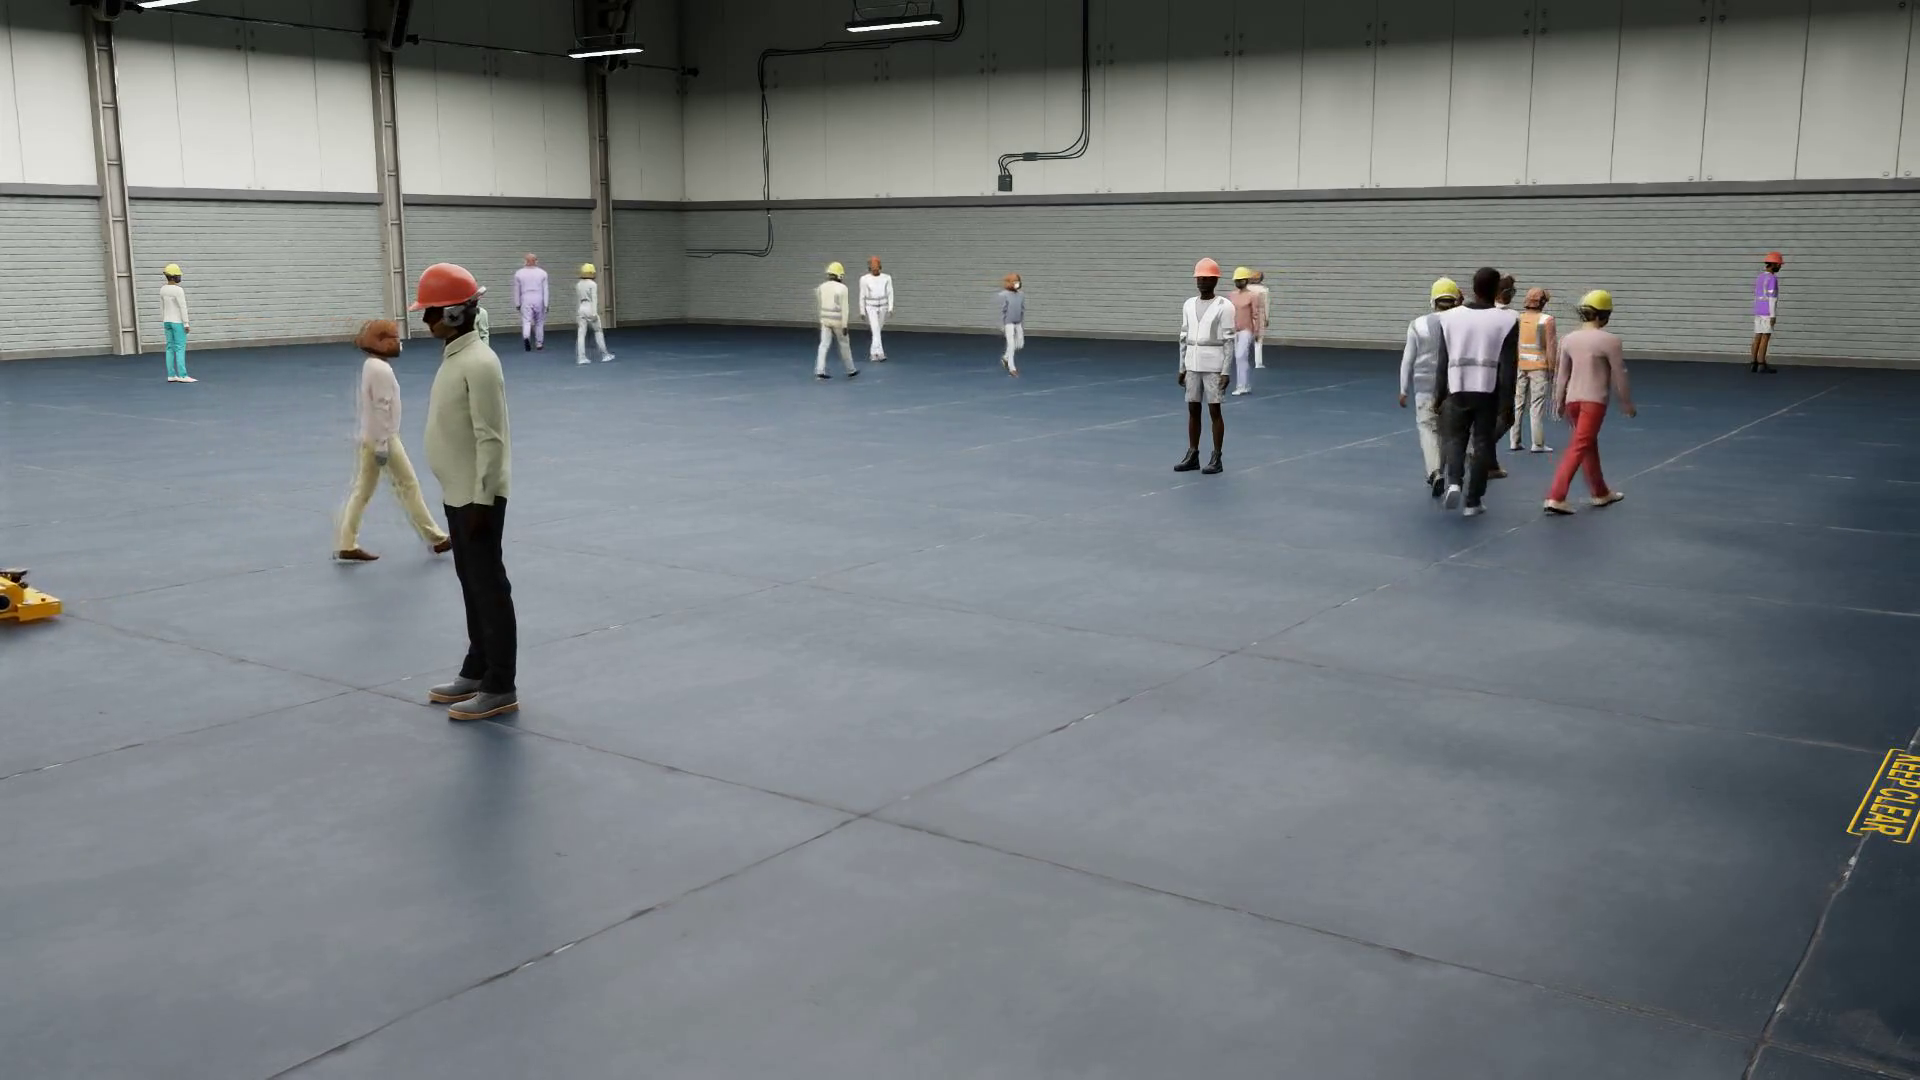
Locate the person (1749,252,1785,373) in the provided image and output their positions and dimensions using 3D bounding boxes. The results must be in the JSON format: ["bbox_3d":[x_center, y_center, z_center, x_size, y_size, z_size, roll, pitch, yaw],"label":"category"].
[{"bbox_3d":[12.961,-3.642,26.682,0.374,1.933,0.550,0,10,1],"label":"person"}]

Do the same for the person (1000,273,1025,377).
[{"bbox_3d":[0.796,-3.376,26.089,0.504,1.617,0.473,-8,13,-37],"label":"person"}]

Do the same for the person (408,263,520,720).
[{"bbox_3d":[-2.172,-0.210,7.315,0.392,1.988,0.608,-5,11,-28],"label":"person"}]

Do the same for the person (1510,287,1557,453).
[{"bbox_3d":[5.702,-1.689,16.574,0.310,1.640,0.514,-7,13,-36],"label":"person"}]

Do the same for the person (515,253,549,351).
[{"bbox_3d":[-8.299,-4.607,32.252,0.650,1.883,0.822,-1,10,-7],"label":"person"}]

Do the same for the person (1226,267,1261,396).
[{"bbox_3d":[3.783,-2.833,22.687,0.659,1.743,0.530,-8,13,-39],"label":"person"}]

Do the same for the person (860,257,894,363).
[{"bbox_3d":[-1.464,-4.036,29.205,0.567,1.828,1.008,-3,11,-18],"label":"person"}]

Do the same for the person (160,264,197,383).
[{"bbox_3d":[-11.718,-3.235,24.880,0.533,1.768,0.310,6,12,29],"label":"person"}]

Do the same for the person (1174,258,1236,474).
[{"bbox_3d":[2.204,-1.565,15.044,0.552,1.937,0.356,9,13,41],"label":"person"}]

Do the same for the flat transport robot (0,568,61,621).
[{"bbox_3d":[-5.692,0.367,8.888,0.652,0.197,1.431,10,14,44],"label":"flat transport robot"}]

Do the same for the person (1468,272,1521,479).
[{"bbox_3d":[4.637,-1.415,14.533,0.548,1.827,0.508,-7,12,-35],"label":"person"}]

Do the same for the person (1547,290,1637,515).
[{"bbox_3d":[4.867,-1.061,12.853,0.932,1.720,0.538,-5,11,-26],"label":"person"}]

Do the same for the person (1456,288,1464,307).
[{"bbox_3d":[4.916,-1.717,16.733,0.521,1.638,0.311,4,11,24],"label":"person"}]

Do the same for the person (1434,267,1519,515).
[{"bbox_3d":[3.945,-1.129,12.709,0.617,1.896,0.451,6,12,30],"label":"person"}]

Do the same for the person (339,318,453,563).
[{"bbox_3d":[-3.701,-0.650,10.872,0.843,1.581,0.522,-6,12,-30],"label":"person"}]

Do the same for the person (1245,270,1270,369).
[{"bbox_3d":[4.903,-3.661,27.651,0.509,1.629,0.316,6,12,31],"label":"person"}]

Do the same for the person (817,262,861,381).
[{"bbox_3d":[-1.885,-3.313,25.273,0.612,1.783,0.919,7,12,34],"label":"person"}]

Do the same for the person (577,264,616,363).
[{"bbox_3d":[-6.396,-3.954,29.030,0.512,1.706,0.821,7,12,34],"label":"person"}]

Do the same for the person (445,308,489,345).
[{"bbox_3d":[-5.597,-2.098,18.881,0.498,1.634,0.278,0,10,2],"label":"person"}]

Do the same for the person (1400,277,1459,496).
[{"bbox_3d":[3.974,-1.272,13.805,0.600,1.802,0.860,1,10,4],"label":"person"}]
